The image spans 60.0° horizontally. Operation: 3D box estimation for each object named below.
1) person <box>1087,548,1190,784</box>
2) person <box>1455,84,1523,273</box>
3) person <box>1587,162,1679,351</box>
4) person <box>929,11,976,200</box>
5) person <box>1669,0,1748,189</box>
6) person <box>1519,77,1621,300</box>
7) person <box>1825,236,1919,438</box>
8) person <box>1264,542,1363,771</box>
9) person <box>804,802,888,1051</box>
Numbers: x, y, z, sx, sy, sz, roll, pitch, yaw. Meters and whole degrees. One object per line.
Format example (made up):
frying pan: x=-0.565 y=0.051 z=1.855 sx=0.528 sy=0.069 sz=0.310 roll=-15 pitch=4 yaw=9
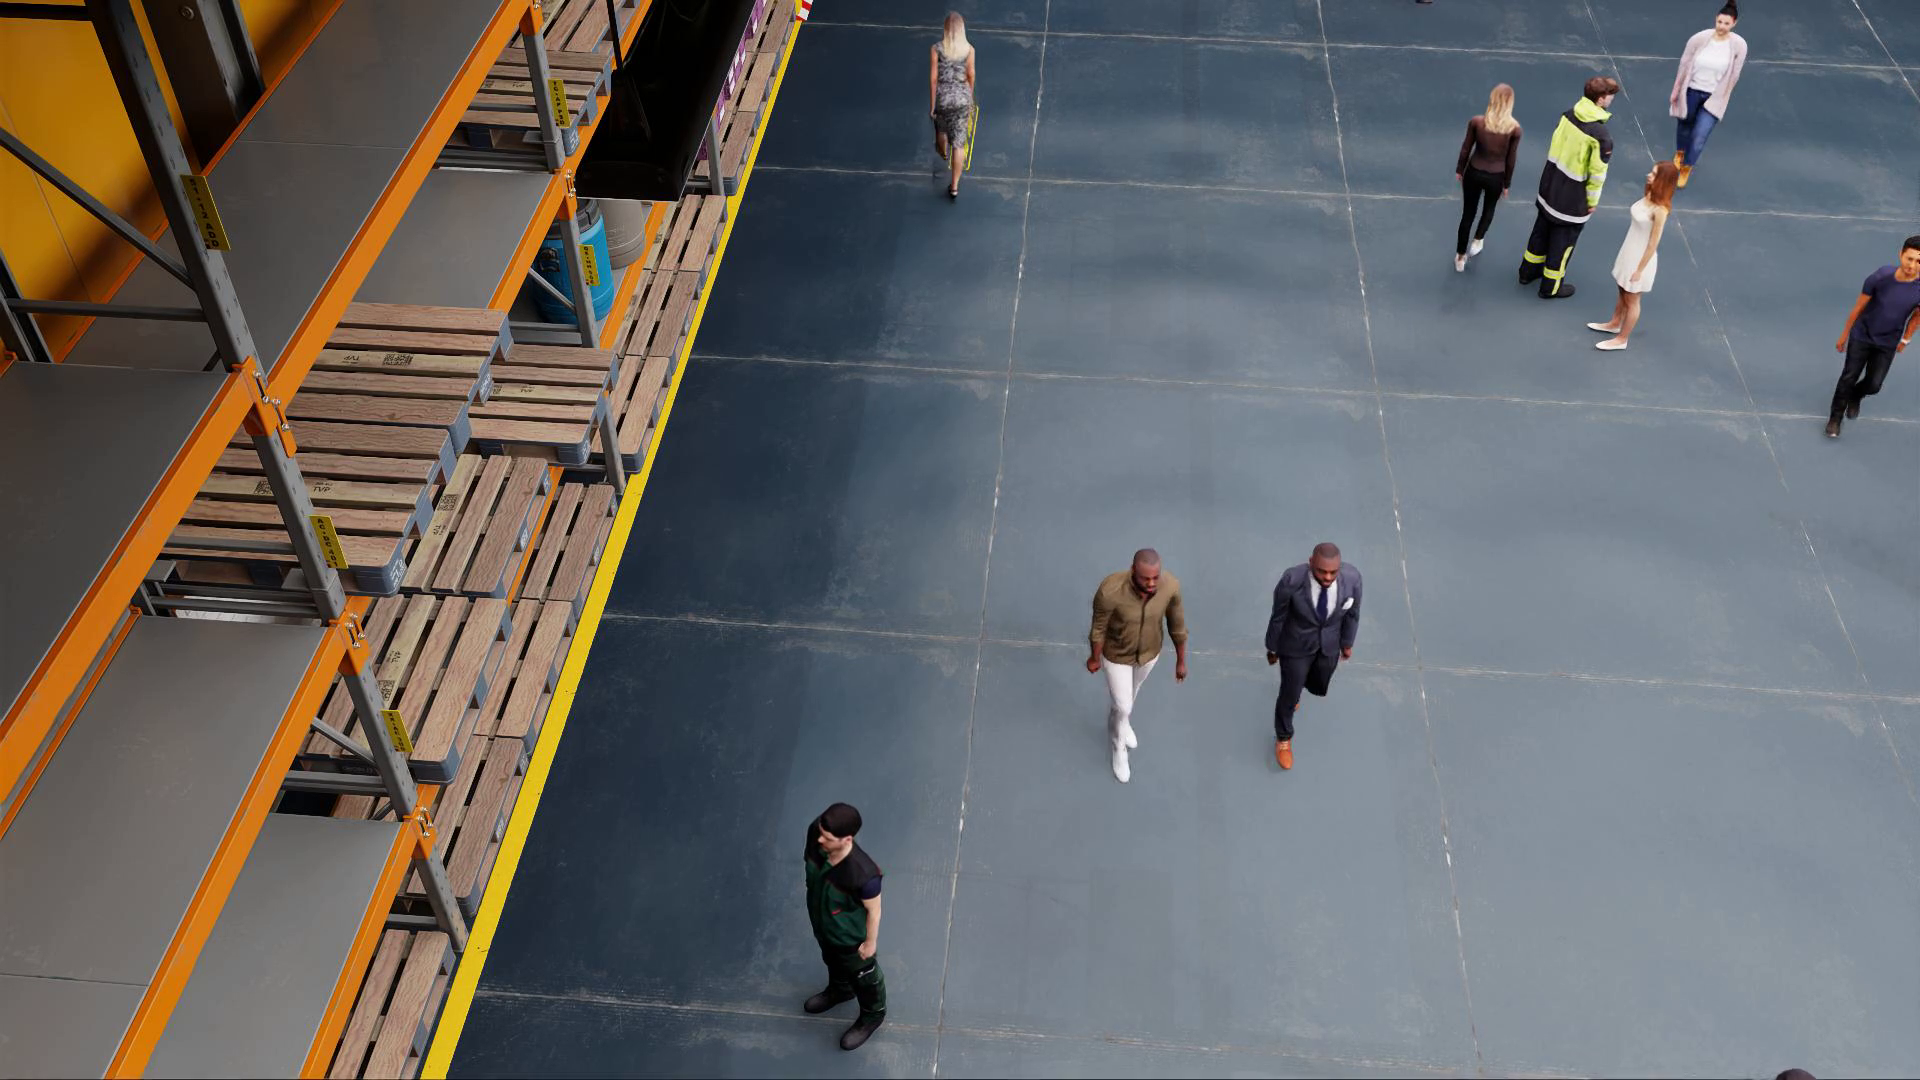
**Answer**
person: x=1.025 y=0.626 z=10.276 sx=0.903 sy=1.810 sz=0.935 roll=-16 pitch=46 yaw=-16
person: x=4.471 y=-3.047 z=14.224 sx=0.747 sy=1.683 sz=0.837 roll=15 pitch=46 yaw=15
person: x=5.482 y=-2.296 z=13.415 sx=0.606 sy=1.711 sz=0.462 roll=3 pitch=44 yaw=3
person: x=-0.068 y=-3.899 z=15.143 sx=0.722 sy=1.649 sz=1.130 roll=-5 pitch=44 yaw=-5
person: x=6.896 y=-4.183 z=15.388 sx=0.869 sy=1.722 sz=0.950 roll=23 pitch=48 yaw=23
person: x=5.098 y=-2.955 z=13.914 sx=0.926 sy=1.978 sz=0.779 roll=-16 pitch=46 yaw=-16
person: x=6.946 y=-1.579 z=12.612 sx=0.762 sy=1.782 sz=0.810 roll=17 pitch=46 yaw=17
person: x=2.145 y=0.602 z=10.308 sx=0.809 sy=1.801 sz=0.967 roll=0 pitch=44 yaw=0
person: x=-0.604 y=1.997 z=8.771 sx=0.804 sy=1.901 sz=0.750 roll=-31 pitch=52 yaw=-29
